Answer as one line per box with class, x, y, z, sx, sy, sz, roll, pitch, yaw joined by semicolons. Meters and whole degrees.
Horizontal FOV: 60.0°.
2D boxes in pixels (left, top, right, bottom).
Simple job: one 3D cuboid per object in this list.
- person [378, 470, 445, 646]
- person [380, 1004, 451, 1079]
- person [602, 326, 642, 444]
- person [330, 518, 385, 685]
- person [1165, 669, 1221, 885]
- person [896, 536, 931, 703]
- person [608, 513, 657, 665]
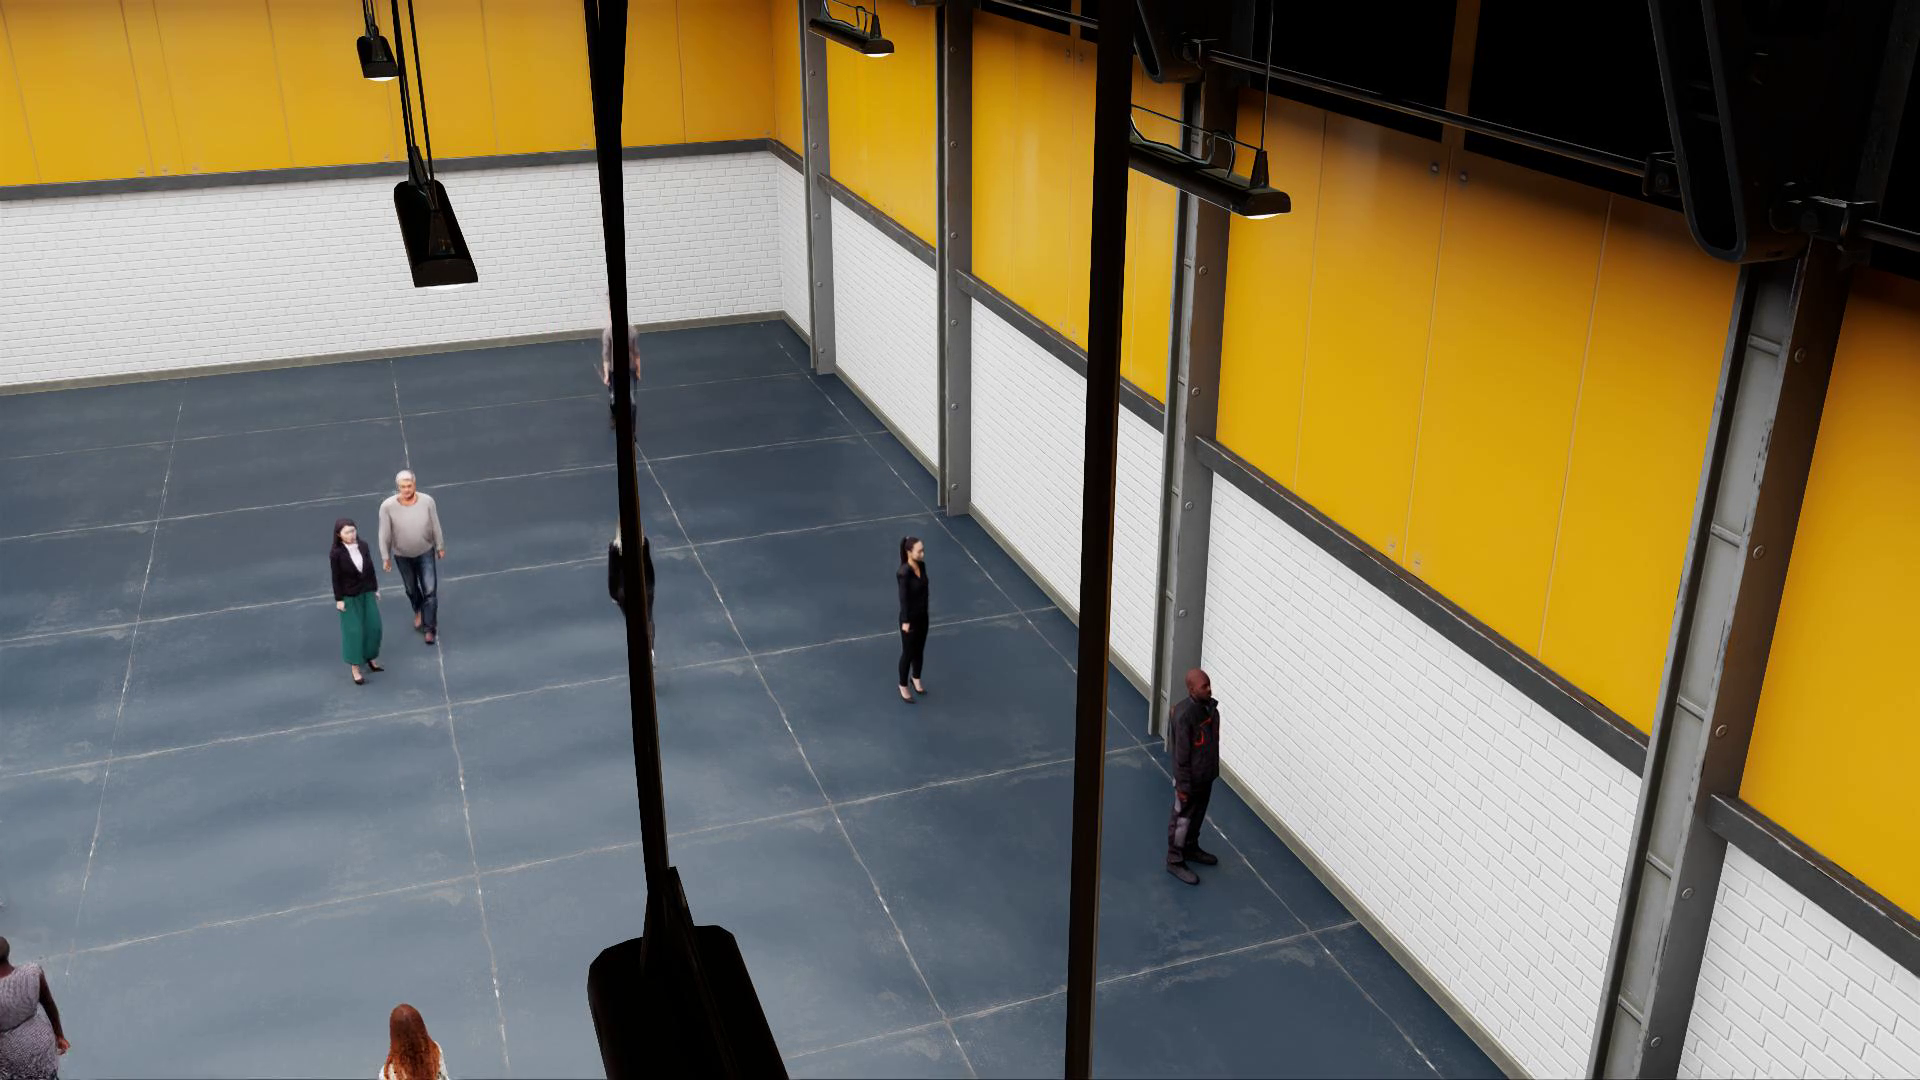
person;-5.658;0.129;17.239;0.832;1.841;1.240;-6;24;-13
person;-3.104;3.495;9.719;0.838;1.695;1.093;-19;30;-37
person;-4.648;-2.309;22.762;0.686;1.883;1.047;-9;25;-19
person;-5.939;0.575;16.349;0.732;1.735;0.715;15;28;30
person;1.859;1.839;13.345;0.827;1.825;0.800;14;27;30
person;-0.448;0.750;15.984;0.668;1.707;0.631;14;27;28
person;-3.218;0.534;16.515;0.653;1.678;0.827;-10;26;-22
